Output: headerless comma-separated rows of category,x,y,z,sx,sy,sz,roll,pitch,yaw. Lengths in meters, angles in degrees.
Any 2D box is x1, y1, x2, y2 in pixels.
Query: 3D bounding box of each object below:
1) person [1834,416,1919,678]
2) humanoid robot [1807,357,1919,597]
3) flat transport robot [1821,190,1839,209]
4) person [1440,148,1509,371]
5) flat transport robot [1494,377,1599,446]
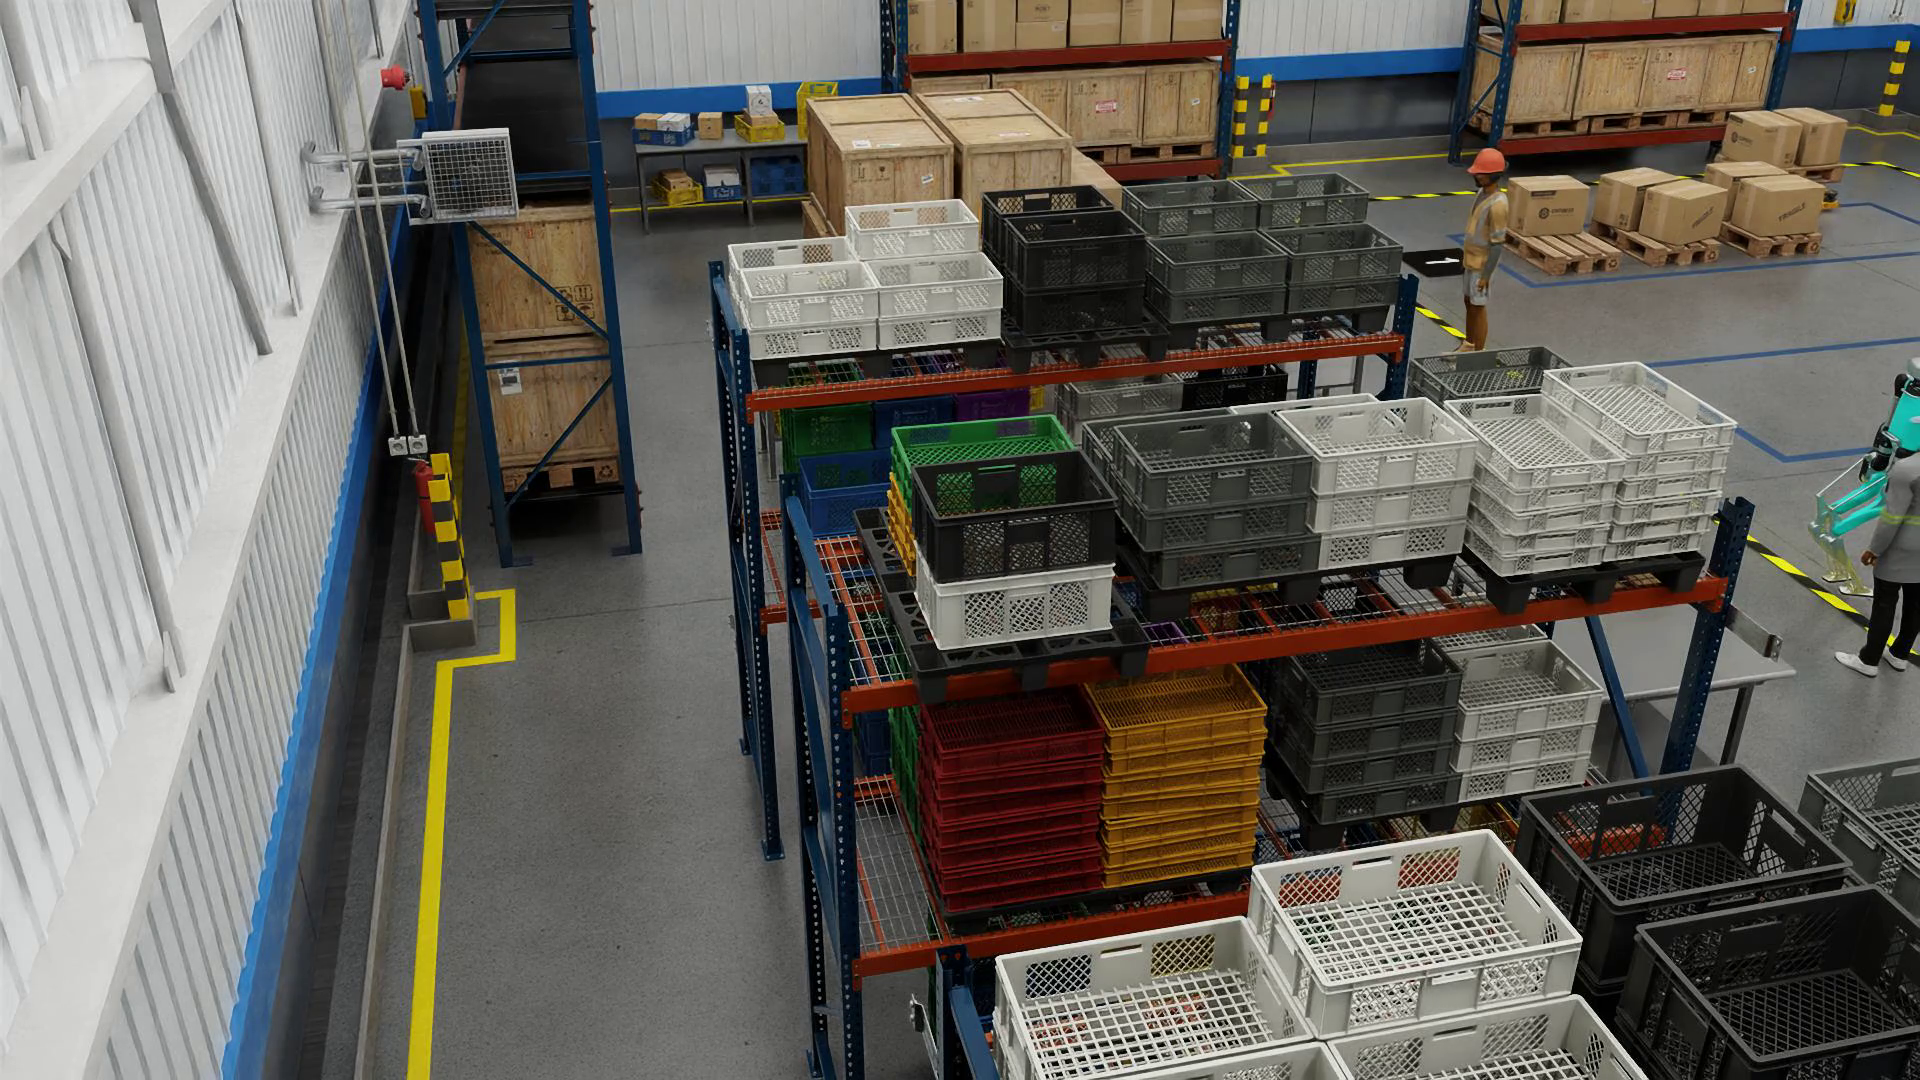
person,5.899,-0.001,10.354,0.587,1.849,0.389,-7,29,-13
humanoid robot,6.054,-0.419,11.123,0.735,1.677,0.533,-1,28,-3
flat transport robot,9.899,-4.294,20.163,0.652,0.197,1.431,-6,28,-12
person,4.608,-2.479,14.851,0.388,2.039,0.614,1,28,1
flat transport robot,4.780,-1.036,14.013,0.659,0.231,1.431,-6,28,-12
